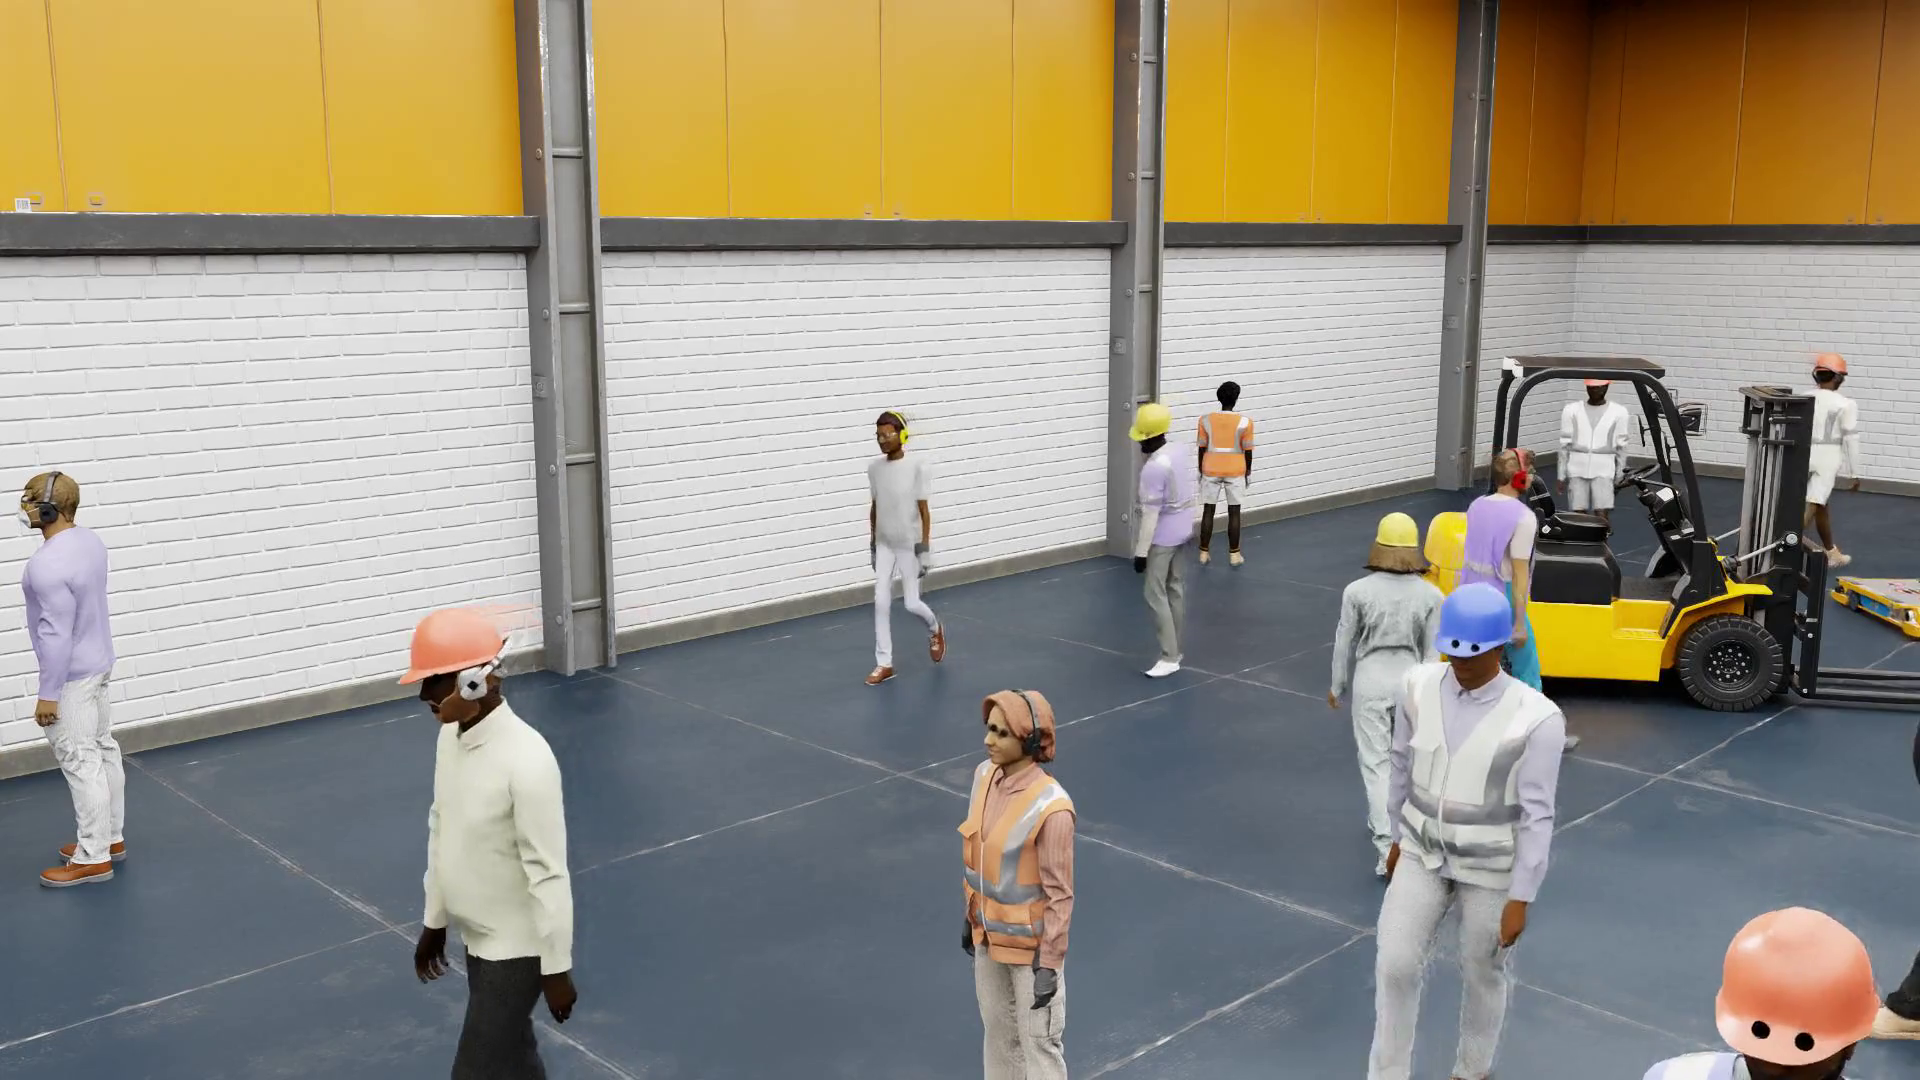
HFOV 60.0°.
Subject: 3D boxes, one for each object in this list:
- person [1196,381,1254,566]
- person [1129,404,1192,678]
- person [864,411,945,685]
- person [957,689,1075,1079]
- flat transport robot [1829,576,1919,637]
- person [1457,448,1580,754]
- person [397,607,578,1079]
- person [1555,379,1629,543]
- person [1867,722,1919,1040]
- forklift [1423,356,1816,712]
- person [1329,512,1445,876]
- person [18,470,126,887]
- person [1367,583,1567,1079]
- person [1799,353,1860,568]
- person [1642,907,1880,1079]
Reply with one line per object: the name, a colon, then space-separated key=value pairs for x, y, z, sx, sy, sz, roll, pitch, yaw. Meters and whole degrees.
person: x=2.420 y=-0.603 z=15.209 sx=0.532 sy=1.690 sz=0.320 roll=3 pitch=11 yaw=17
person: x=1.403 y=-0.014 z=11.484 sx=0.375 sy=1.879 sz=0.685 roll=5 pitch=12 yaw=26
person: x=-0.376 y=0.033 z=11.307 sx=0.527 sy=1.848 sz=0.720 roll=5 pitch=12 yaw=27
person: x=0.174 y=1.256 z=5.182 sx=0.307 sy=1.644 sz=0.514 roll=-6 pitch=12 yaw=-32
flat transport robot: x=7.461 y=0.510 z=12.995 sx=0.652 sy=0.197 sz=1.431 roll=1 pitch=10 yaw=3
person: x=3.185 y=0.378 z=9.480 sx=0.854 sy=1.812 sz=0.596 roll=-4 pitch=11 yaw=-19
person: x=-1.356 y=1.158 z=4.843 sx=0.443 sy=1.966 sz=0.613 roll=-7 pitch=13 yaw=-35
person: x=5.449 y=-0.572 z=14.381 sx=0.553 sy=1.921 sz=0.400 roll=5 pitch=12 yaw=26
person: x=3.918 y=0.876 z=6.165 sx=1.007 sy=2.000 sz=0.687 roll=1 pitch=10 yaw=8
forklift: x=4.276 y=-0.101 z=11.076 sx=2.313 sy=2.155 sz=1.214 roll=2 pitch=11 yaw=13
person: x=2.049 y=0.721 z=7.954 sx=0.501 sy=1.707 sz=0.878 roll=0 pitch=10 yaw=0
person: x=-4.145 y=0.637 z=7.750 sx=0.372 sy=1.940 sz=0.632 roll=-2 pitch=11 yaw=-11
person: x=1.596 y=1.077 z=5.425 sx=0.623 sy=1.907 sz=0.794 roll=10 pitch=14 yaw=43
person: x=7.654 y=-0.672 z=14.813 sx=1.109 sy=1.977 sz=0.639 roll=-5 pitch=12 yaw=-27
person: x=1.395 y=1.550 z=2.868 sx=0.543 sy=1.908 sz=0.670 roll=6 pitch=12 yaw=30
